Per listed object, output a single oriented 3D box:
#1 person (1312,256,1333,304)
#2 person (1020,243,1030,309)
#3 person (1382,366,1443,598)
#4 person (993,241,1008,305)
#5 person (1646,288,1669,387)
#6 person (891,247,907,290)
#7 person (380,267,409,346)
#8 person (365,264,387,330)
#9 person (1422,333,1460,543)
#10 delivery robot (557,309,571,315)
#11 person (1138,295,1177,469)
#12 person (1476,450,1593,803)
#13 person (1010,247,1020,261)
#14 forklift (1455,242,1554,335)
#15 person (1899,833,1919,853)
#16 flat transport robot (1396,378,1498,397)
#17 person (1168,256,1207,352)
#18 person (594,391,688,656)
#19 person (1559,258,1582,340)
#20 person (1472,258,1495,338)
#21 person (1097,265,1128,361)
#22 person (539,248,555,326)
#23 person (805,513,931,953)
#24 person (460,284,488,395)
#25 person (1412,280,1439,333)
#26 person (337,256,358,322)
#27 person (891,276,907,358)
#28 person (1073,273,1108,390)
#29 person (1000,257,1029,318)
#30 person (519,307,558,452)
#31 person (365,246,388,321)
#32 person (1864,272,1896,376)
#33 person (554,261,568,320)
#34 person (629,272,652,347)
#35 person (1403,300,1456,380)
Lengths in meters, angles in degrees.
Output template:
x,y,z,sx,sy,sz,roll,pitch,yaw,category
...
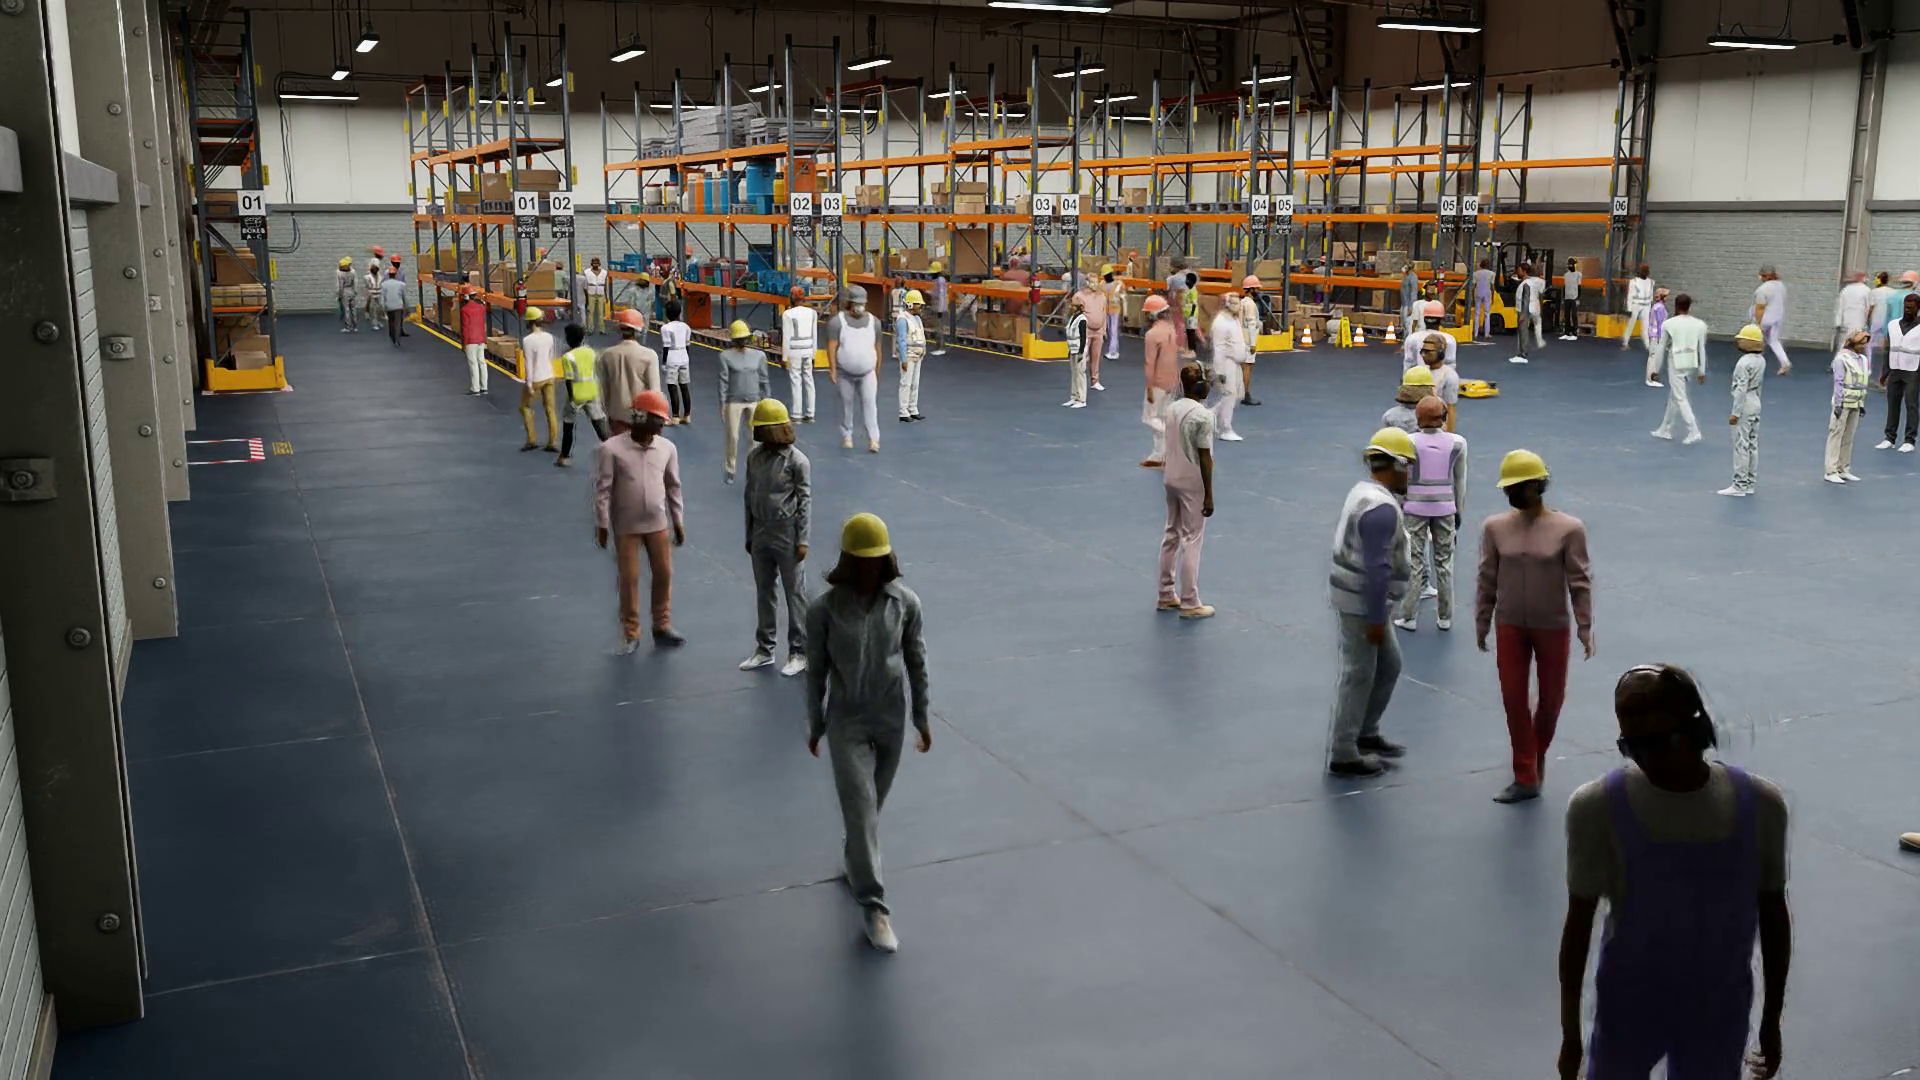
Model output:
x,y,z,sx,sy,sz,roll,pitch,yaw,category
9.561,-6.604,43.822,0.573,1.750,0.330,6,13,29,person
1.996,-7.730,48.936,0.560,1.991,0.660,3,12,16,person
3.400,-0.434,12.509,0.485,1.739,0.313,9,14,38,person
1.122,-7.982,50.154,0.631,2.008,0.841,-4,12,-19,person
11.625,-3.374,27.731,0.311,1.632,0.515,3,12,15,person
-1.768,-7.167,46.258,0.591,1.924,0.394,4,12,19,person
-12.335,-5.094,36.304,0.572,1.707,0.943,-3,11,-14,person
-14.406,-5.994,41.074,0.508,1.620,0.480,-9,14,-37,person
4.153,-0.898,14.620,0.338,1.838,0.506,-5,12,-22,person
-10.704,-6.287,45.029,0.477,0.478,0.707,-4,12,-21,delivery robot
2.287,-1.742,18.562,0.630,1.979,0.630,8,13,34,person
2.846,0.417,8.220,0.586,1.725,0.581,7,13,30,person
1.816,-8.824,55.147,0.455,1.746,0.614,4,12,19,person
13.047,-6.049,39.881,2.313,2.155,1.214,-5,12,-23,forklift
4.404,0.462,7.175,0.386,2.045,0.605,3,12,15,person
7.770,-2.457,26.528,1.431,0.197,0.652,11,15,43,flat transport robot
4.690,-4.929,34.579,0.777,2.000,0.709,7,13,33,person
-2.100,-0.112,10.932,0.631,1.717,0.358,-7,13,-32,person
13.904,-5.475,37.832,0.330,1.861,0.504,-6,13,-29,person
12.087,-5.591,38.440,0.505,1.847,0.347,5,12,25,person
2.965,-4.468,32.722,0.614,1.851,0.972,6,13,29,person
-10.626,-6.481,42.591,0.394,1.990,0.618,0,11,1,person
-0.387,0.708,6.792,0.498,1.705,0.876,-4,12,-21,person
-7.741,-3.173,26.387,0.337,1.752,0.564,4,12,19,person
7.071,-2.999,25.208,0.508,1.872,0.329,-4,12,-19,person
-16.213,-6.638,44.002,0.549,1.743,0.680,-7,13,-33,person
-1.182,-4.396,32.901,0.310,1.636,0.523,-8,14,-36,person
2.129,-3.376,27.027,0.643,1.909,0.411,-6,13,-29,person
1.209,-5.334,37.019,0.667,1.890,0.409,-5,12,-22,person
-5.112,-1.932,20.075,0.587,1.751,0.523,7,13,31,person
-15.637,-6.859,44.539,0.741,1.992,0.643,-6,12,-26,person
16.273,-3.814,29.439,0.492,1.841,0.541,0,11,0,person
-10.829,-6.719,44.796,0.542,1.597,0.620,-2,11,-10,person
-6.395,-4.499,33.223,0.515,1.707,0.630,-5,12,-24,person
5.110,-1.639,18.131,0.552,1.935,0.374,4,12,21,person
